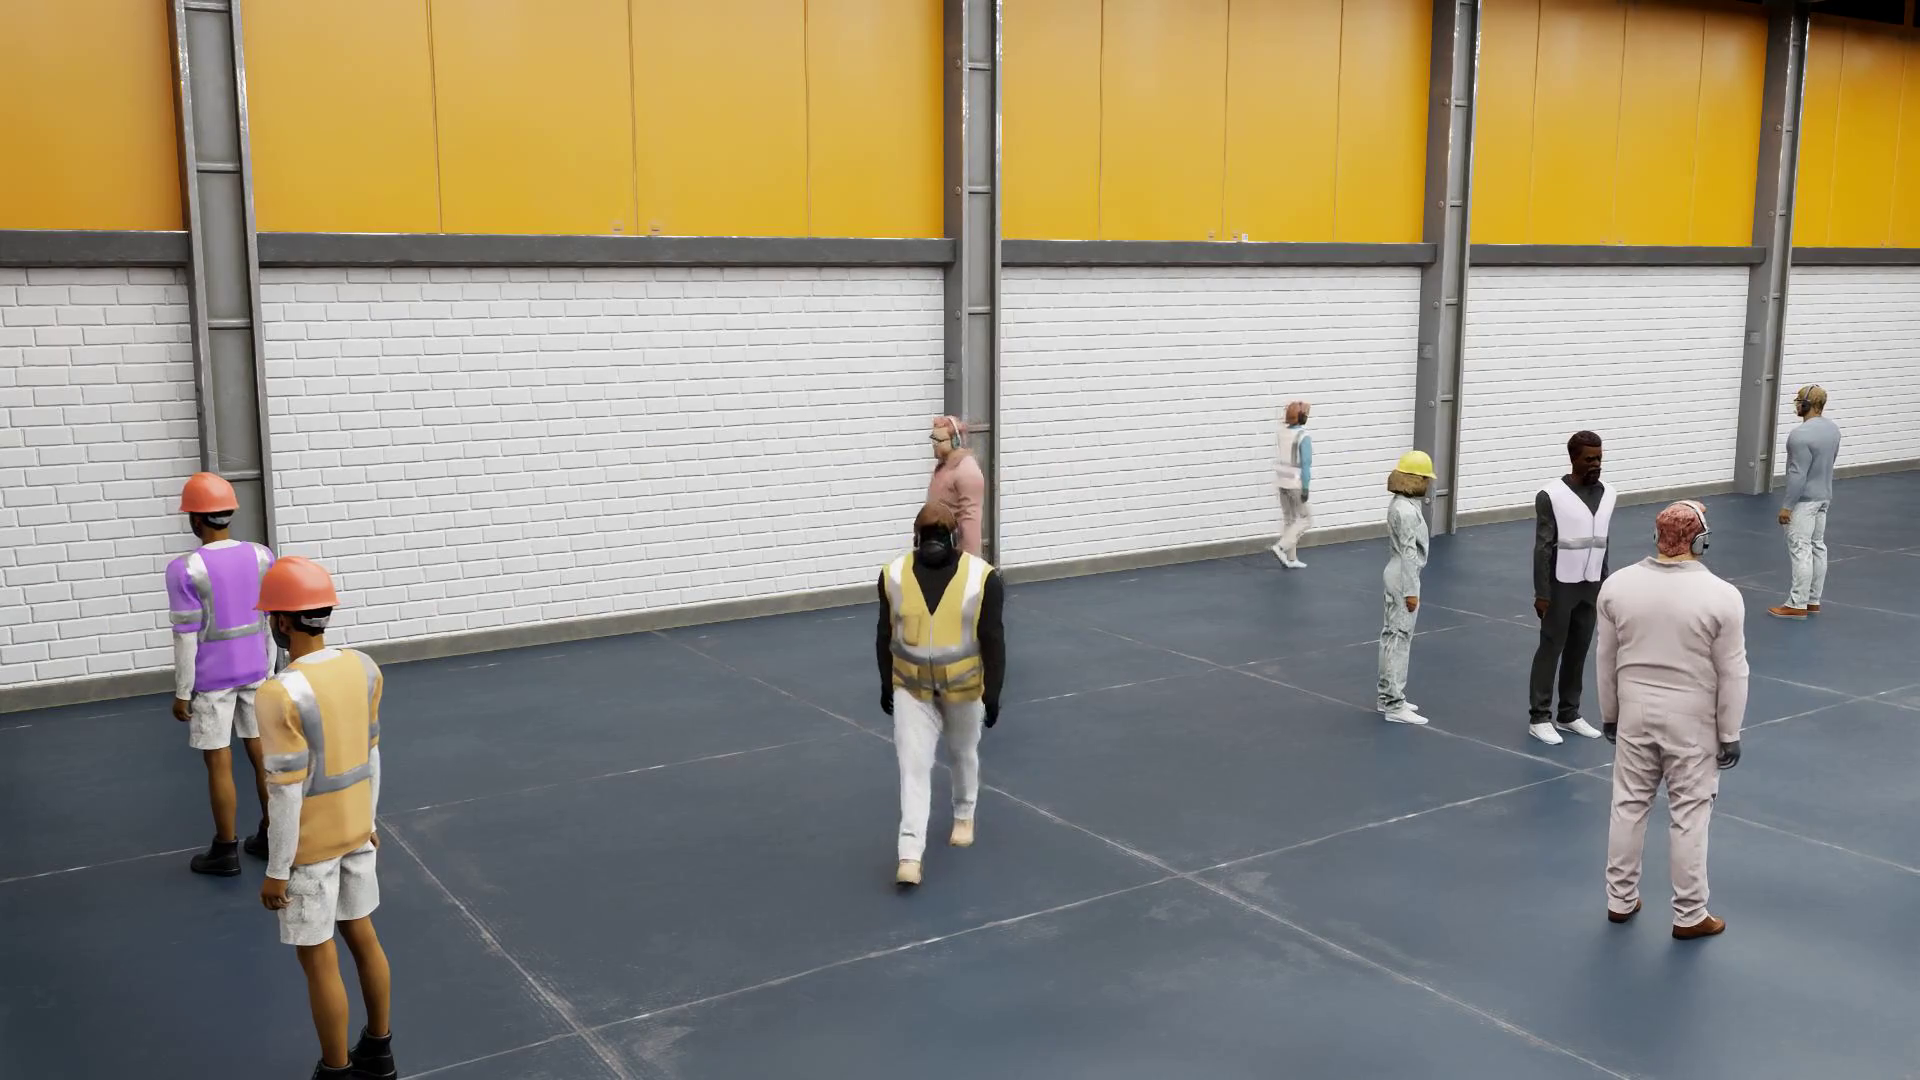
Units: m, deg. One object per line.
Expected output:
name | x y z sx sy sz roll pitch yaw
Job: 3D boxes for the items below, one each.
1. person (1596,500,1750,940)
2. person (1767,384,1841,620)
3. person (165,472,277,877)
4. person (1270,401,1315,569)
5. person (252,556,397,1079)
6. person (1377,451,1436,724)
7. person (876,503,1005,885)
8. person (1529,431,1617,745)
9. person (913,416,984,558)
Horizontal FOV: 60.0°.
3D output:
person | 3.097 0.775 7.242 0.409 1.909 0.640 -9 13 -44
person | 6.955 -0.311 13.688 0.627 1.940 0.372 -7 12 -37
person | -3.522 0.639 7.959 0.353 1.941 0.543 6 11 32
person | 3.151 -0.509 15.818 0.419 1.623 0.510 -4 10 -23
person | -2.215 1.013 5.716 0.373 1.934 0.551 3 10 17
person | 2.864 0.294 10.648 0.304 1.739 0.485 1 9 6
person | -0.099 0.705 8.037 0.645 1.789 0.999 1 10 8
person | 3.742 0.279 10.197 0.597 1.916 0.371 -5 10 -26
person | -0.156 0.090 11.435 0.659 1.886 0.678 -2 10 -12
